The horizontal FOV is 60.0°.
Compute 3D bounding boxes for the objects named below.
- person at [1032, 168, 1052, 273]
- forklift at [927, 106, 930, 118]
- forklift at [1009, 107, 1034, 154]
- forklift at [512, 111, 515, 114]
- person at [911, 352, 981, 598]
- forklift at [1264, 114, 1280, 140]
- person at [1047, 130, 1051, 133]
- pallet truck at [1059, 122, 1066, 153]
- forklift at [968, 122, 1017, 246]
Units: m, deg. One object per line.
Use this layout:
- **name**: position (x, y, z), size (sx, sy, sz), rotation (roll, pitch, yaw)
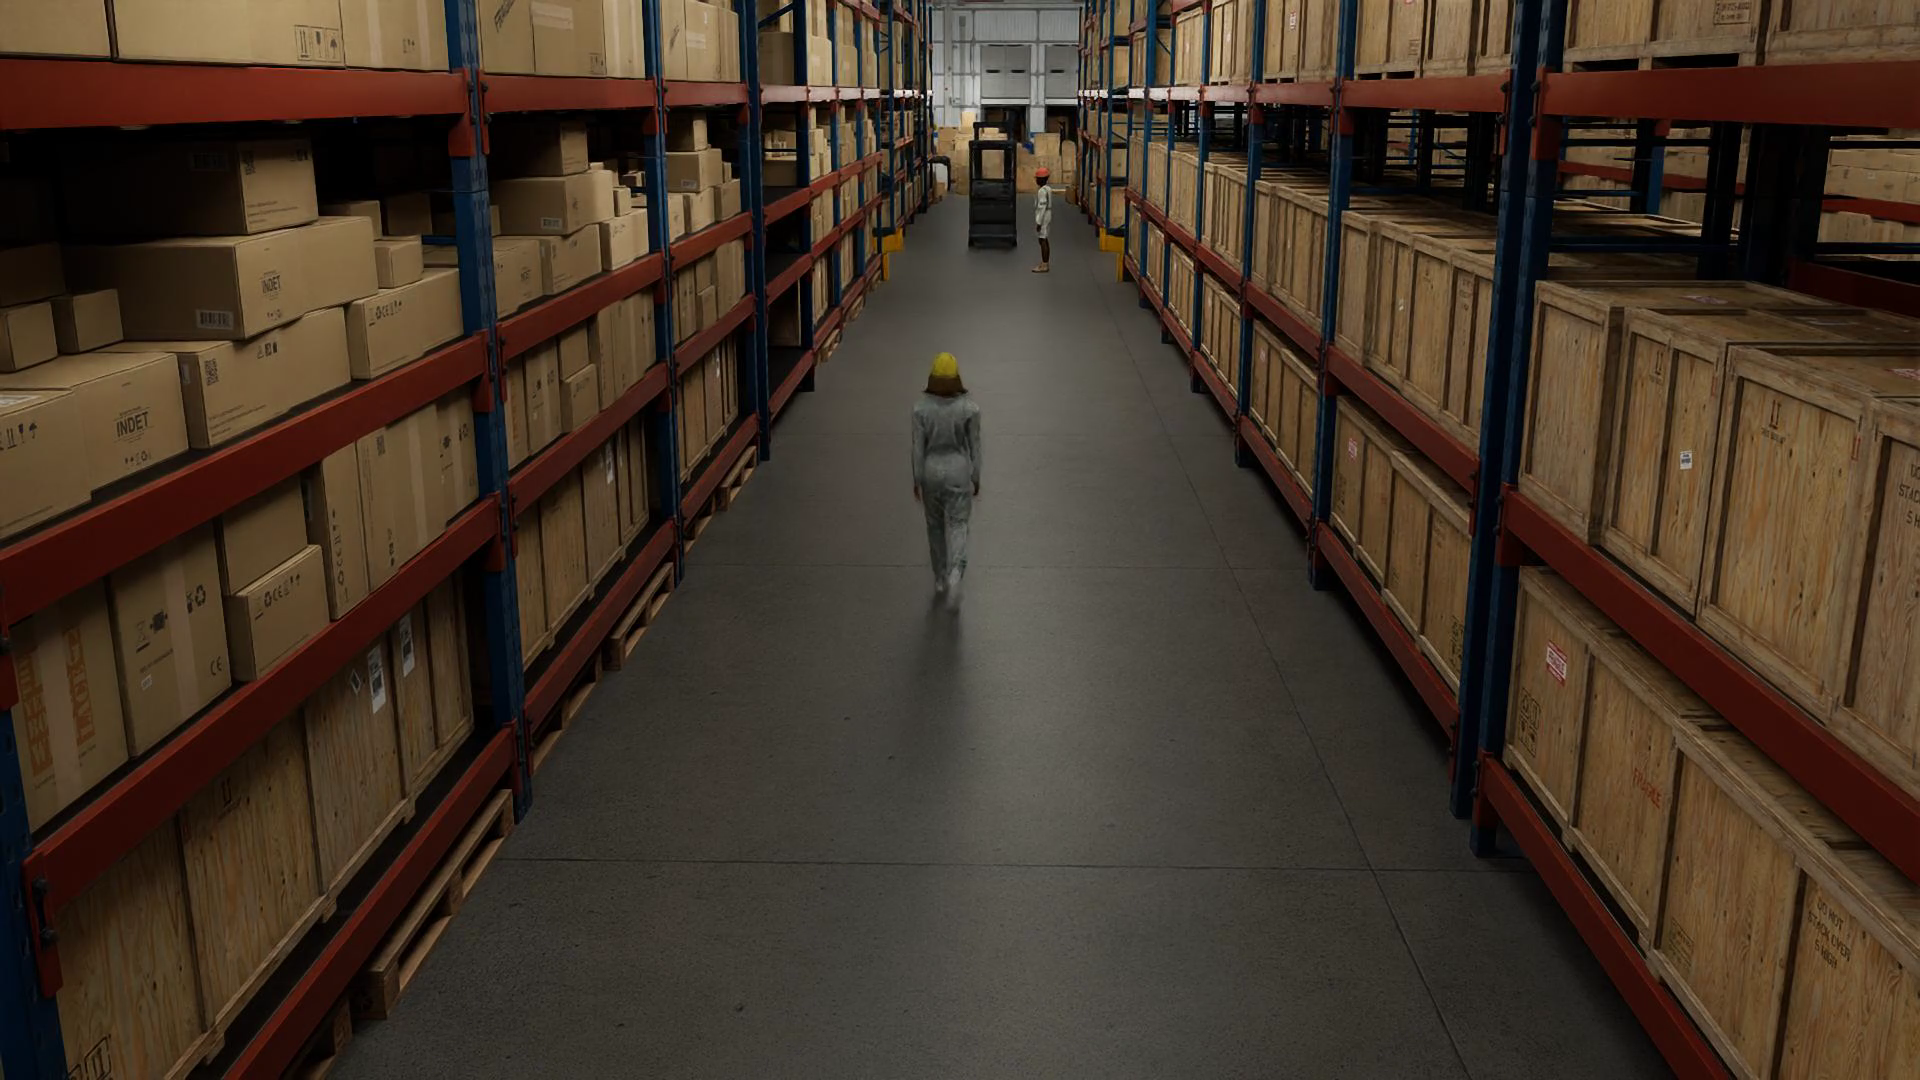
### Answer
- **person**: position (1.611, -6.316, 32.877), size (0.376, 2.042, 0.615), rotation (4, 15, 13)
- **forklift**: position (-1.928, -21.355, 87.247), size (1.129, 2.768, 1.873), rotation (0, 15, 2)
- **forklift**: position (2.728, -19.831, 81.578), size (1.873, 2.768, 1.129), rotation (8, 17, 27)
- **forklift**: position (-18.272, -16.700, 69.927), size (1.129, 2.768, 1.873), rotation (0, 15, 2)
- **person**: position (-0.100, -0.435, 11.600), size (0.492, 1.728, 0.647), rotation (0, 15, 1)
- **forklift**: position (11.017, -13.910, 59.545), size (1.129, 2.768, 1.873), rotation (0, 15, 2)
- **person**: position (4.615, -20.589, 86.770), size (0.541, 1.618, 0.420), rotation (1, 15, 4)
- **pallet truck**: position (5.788, -21.111, 88.014), size (1.885, 1.965, 0.823), rotation (5, 16, 18)
- **forklift**: position (0.770, -8.344, 38.836), size (1.129, 2.768, 1.873), rotation (0, 15, 1)
